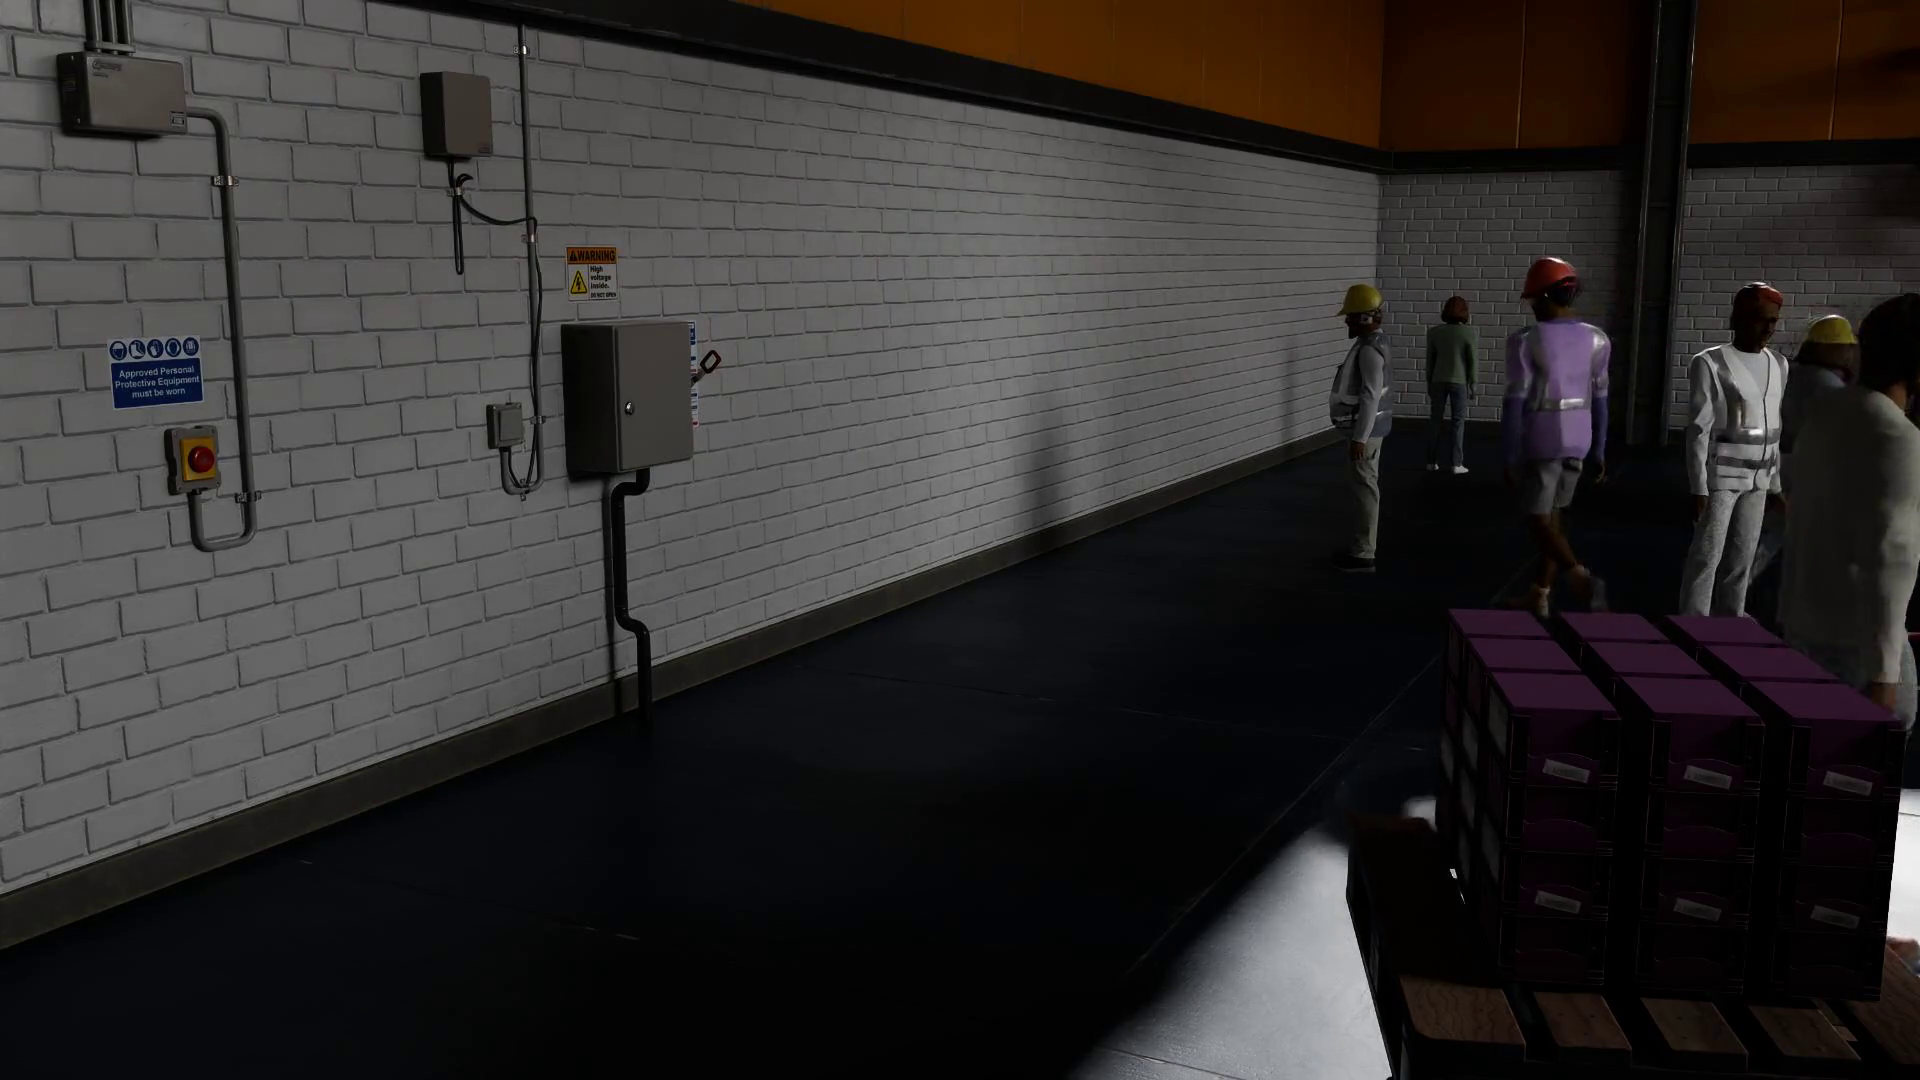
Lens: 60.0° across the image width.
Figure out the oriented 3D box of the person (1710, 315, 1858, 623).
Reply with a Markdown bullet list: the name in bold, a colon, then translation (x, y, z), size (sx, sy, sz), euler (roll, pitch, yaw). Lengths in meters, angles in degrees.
- **person**: translation (4.546, -0.368, 9.021), size (0.914, 1.691, 0.492), euler (0, 10, -1)

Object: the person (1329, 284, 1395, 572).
- **person**: translation (2.551, -0.708, 10.593), size (0.403, 1.828, 0.587), euler (3, 10, 14)

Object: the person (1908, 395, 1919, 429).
- **person**: translation (8.753, -1.449, 14.729), size (0.625, 1.884, 0.676), euler (-6, 12, -33)

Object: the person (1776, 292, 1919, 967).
- **person**: translation (2.441, 0.271, 4.655), size (0.553, 1.918, 0.637), euler (1, 10, 8)

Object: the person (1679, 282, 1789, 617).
- **person**: translation (3.660, -0.264, 7.849), size (0.573, 1.887, 0.355), euler (-4, 11, -24)

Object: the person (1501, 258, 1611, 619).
- **person**: translation (3.221, -0.498, 8.891), size (0.628, 2.006, 0.877), euler (-3, 10, -15)

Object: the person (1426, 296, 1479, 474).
- **person**: translation (4.522, -1.424, 15.315), size (0.501, 1.627, 0.280), euler (8, 12, 38)
